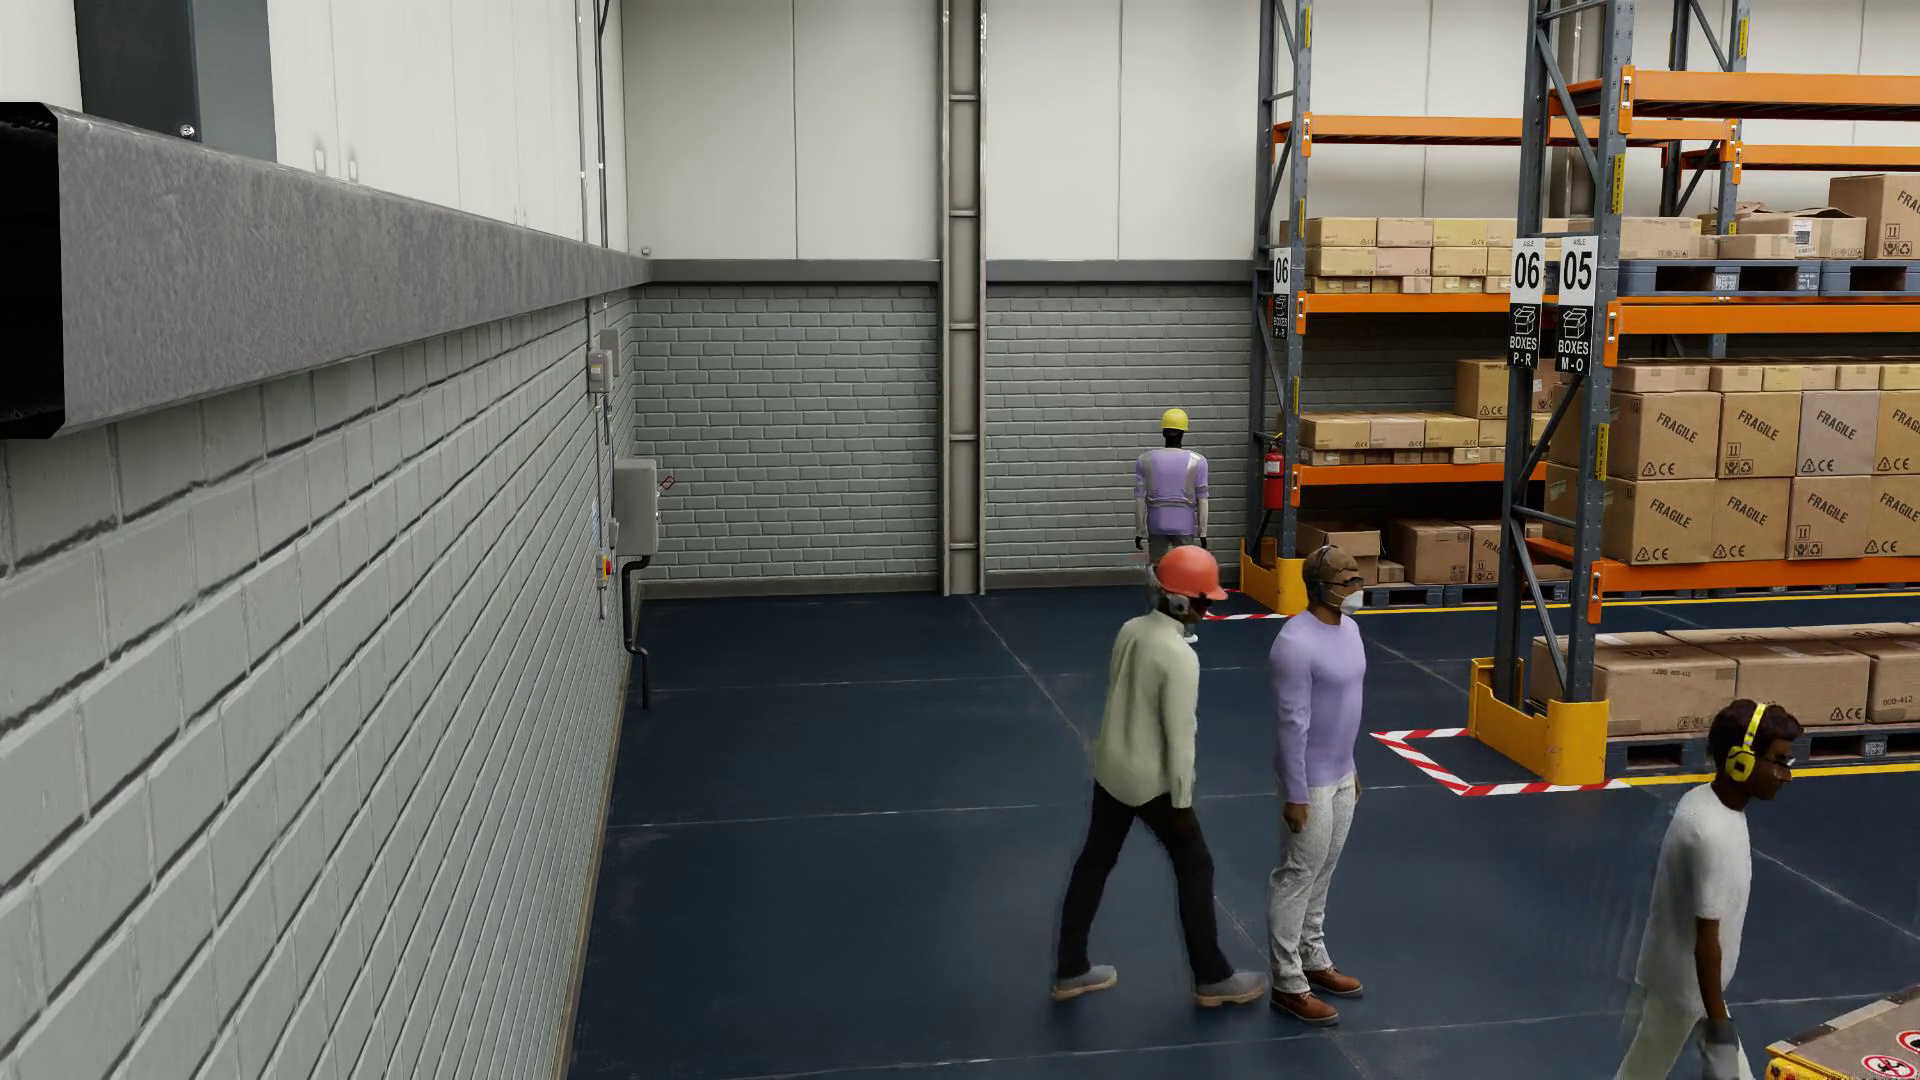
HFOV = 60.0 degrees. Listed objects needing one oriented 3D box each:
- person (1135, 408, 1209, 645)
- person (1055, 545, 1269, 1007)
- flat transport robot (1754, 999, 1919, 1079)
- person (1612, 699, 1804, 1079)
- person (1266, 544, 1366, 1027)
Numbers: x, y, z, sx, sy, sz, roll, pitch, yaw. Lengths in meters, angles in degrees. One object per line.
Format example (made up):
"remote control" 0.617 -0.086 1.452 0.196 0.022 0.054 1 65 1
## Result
"person" 1.711 -0.103 13.481 0.594 1.924 0.382 2 9 11
"person" 0.831 0.979 6.824 0.851 1.929 0.639 -4 10 -23
"flat transport robot" 3.468 1.935 6.003 1.431 0.197 0.652 -6 11 -31
"person" 2.181 1.348 4.913 1.012 1.806 0.585 5 11 30
"person" 1.471 0.975 6.798 0.373 1.940 0.628 6 11 33
